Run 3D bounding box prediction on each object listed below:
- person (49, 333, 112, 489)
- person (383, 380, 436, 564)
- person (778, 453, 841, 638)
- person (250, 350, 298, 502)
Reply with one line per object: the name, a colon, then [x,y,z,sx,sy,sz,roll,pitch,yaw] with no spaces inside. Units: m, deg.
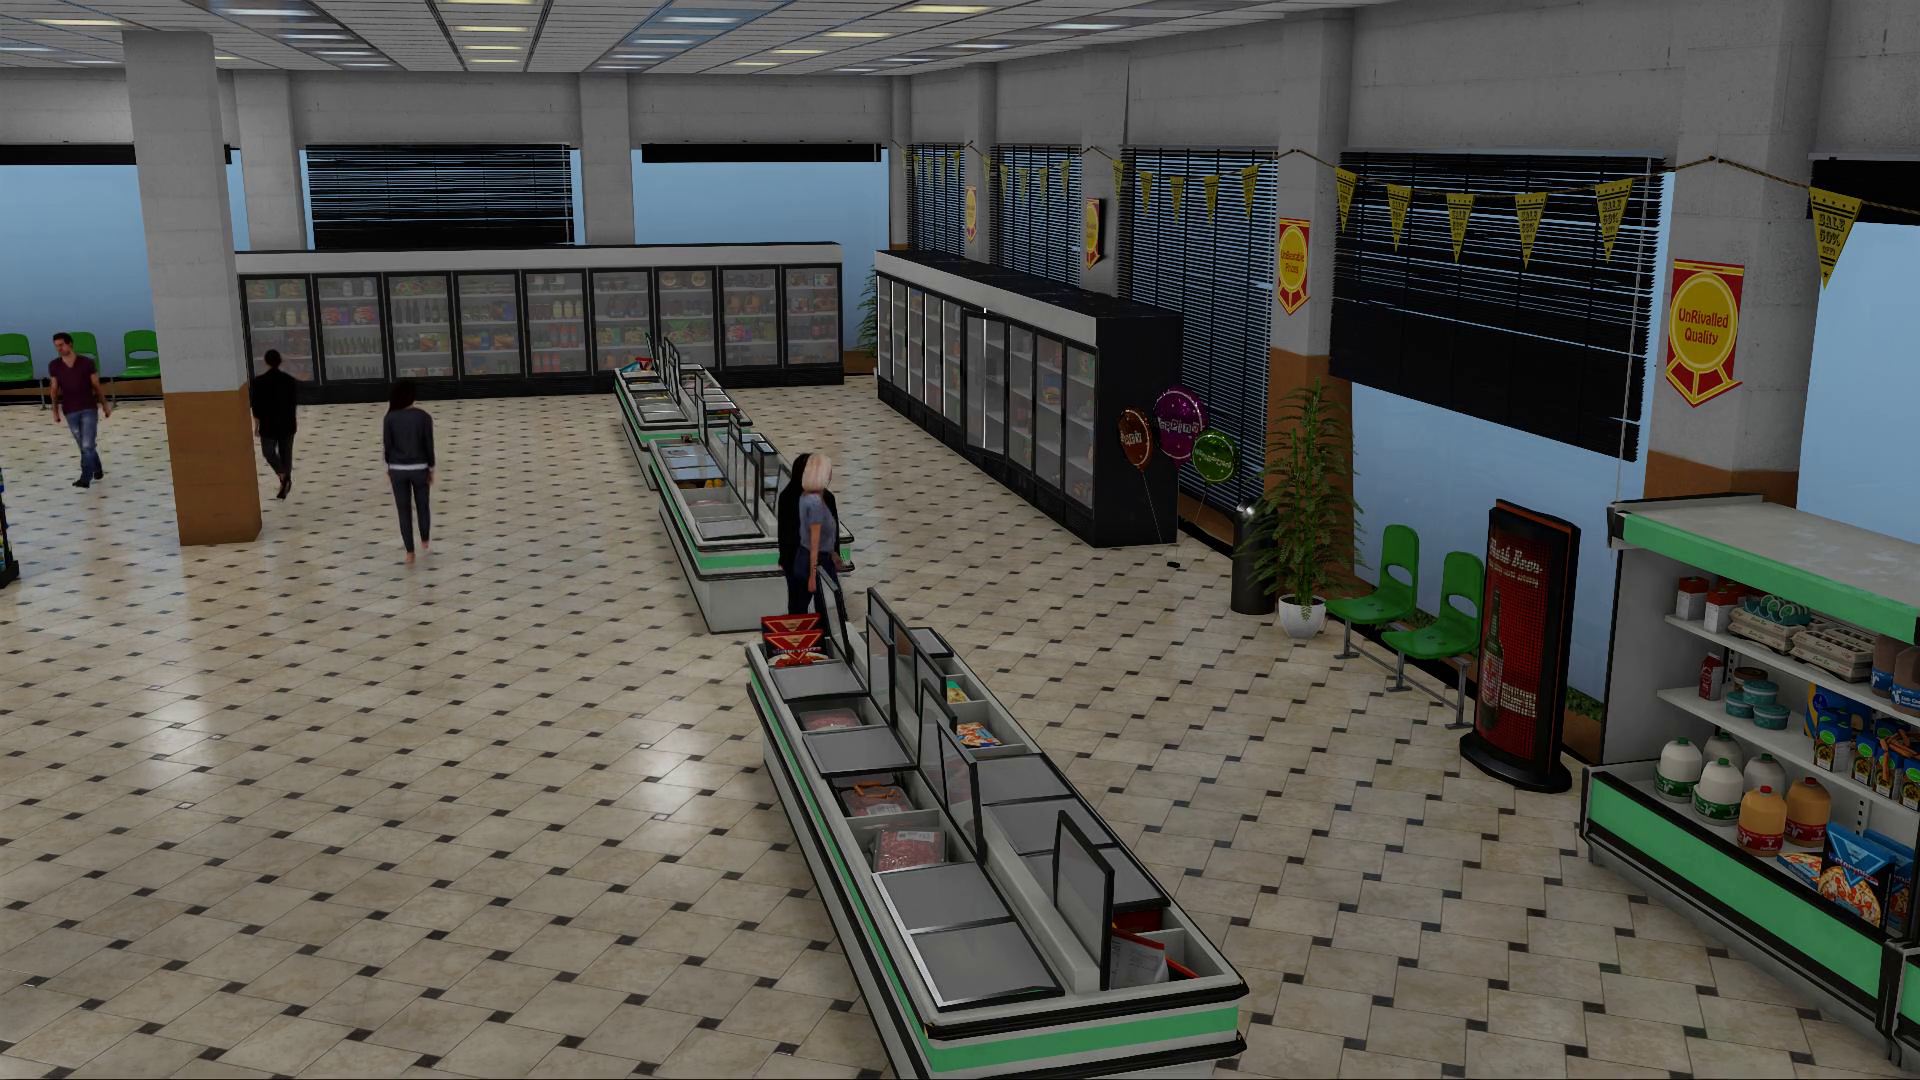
person: [-10.223,-1.509,19.422,0.817,1.786,1.196,-3,14,-12]
person: [-5.266,-0.623,15.905,0.662,1.722,1.094,-5,14,-18]
person: [-1.191,0.124,13.053,0.747,1.615,0.751,2,14,7]
person: [-7.585,-1.252,18.537,0.815,1.703,0.899,-11,17,-37]
